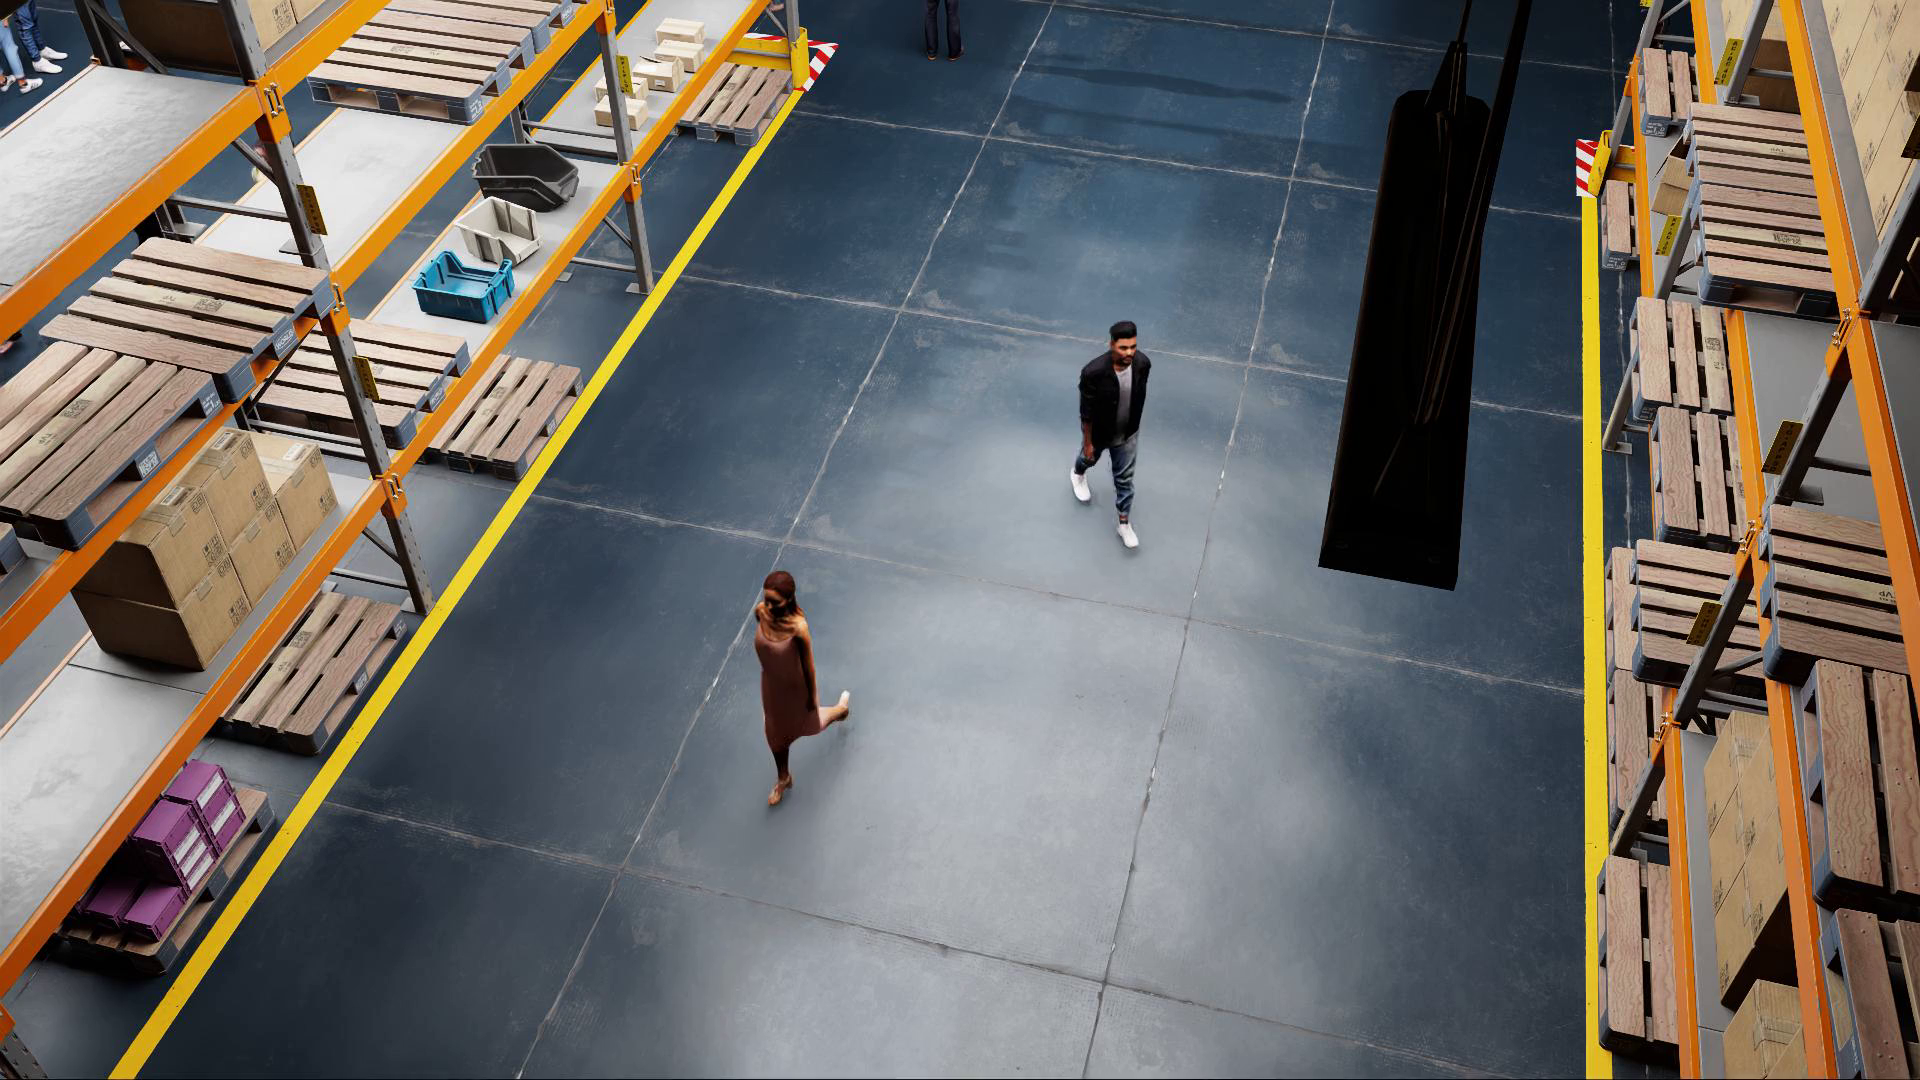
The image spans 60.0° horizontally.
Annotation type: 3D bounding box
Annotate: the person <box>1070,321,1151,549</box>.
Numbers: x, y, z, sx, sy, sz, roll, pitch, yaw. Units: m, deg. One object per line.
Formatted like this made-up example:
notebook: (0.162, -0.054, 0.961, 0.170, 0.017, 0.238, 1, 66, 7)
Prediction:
person: (1.026, -0.879, 11.889, 1.064, 1.773, 1.271, -11, 45, -11)

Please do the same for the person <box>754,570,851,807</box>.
person: (-0.976, 0.817, 10.084, 0.804, 1.807, 1.121, 25, 49, 24)

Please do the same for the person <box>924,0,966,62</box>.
person: (-0.192, -5.801, 17.025, 0.687, 1.815, 0.588, 9, 44, 9)

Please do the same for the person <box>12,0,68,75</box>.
person: (-9.602, -5.664, 16.885, 0.812, 1.811, 0.664, -7, 44, -7)
